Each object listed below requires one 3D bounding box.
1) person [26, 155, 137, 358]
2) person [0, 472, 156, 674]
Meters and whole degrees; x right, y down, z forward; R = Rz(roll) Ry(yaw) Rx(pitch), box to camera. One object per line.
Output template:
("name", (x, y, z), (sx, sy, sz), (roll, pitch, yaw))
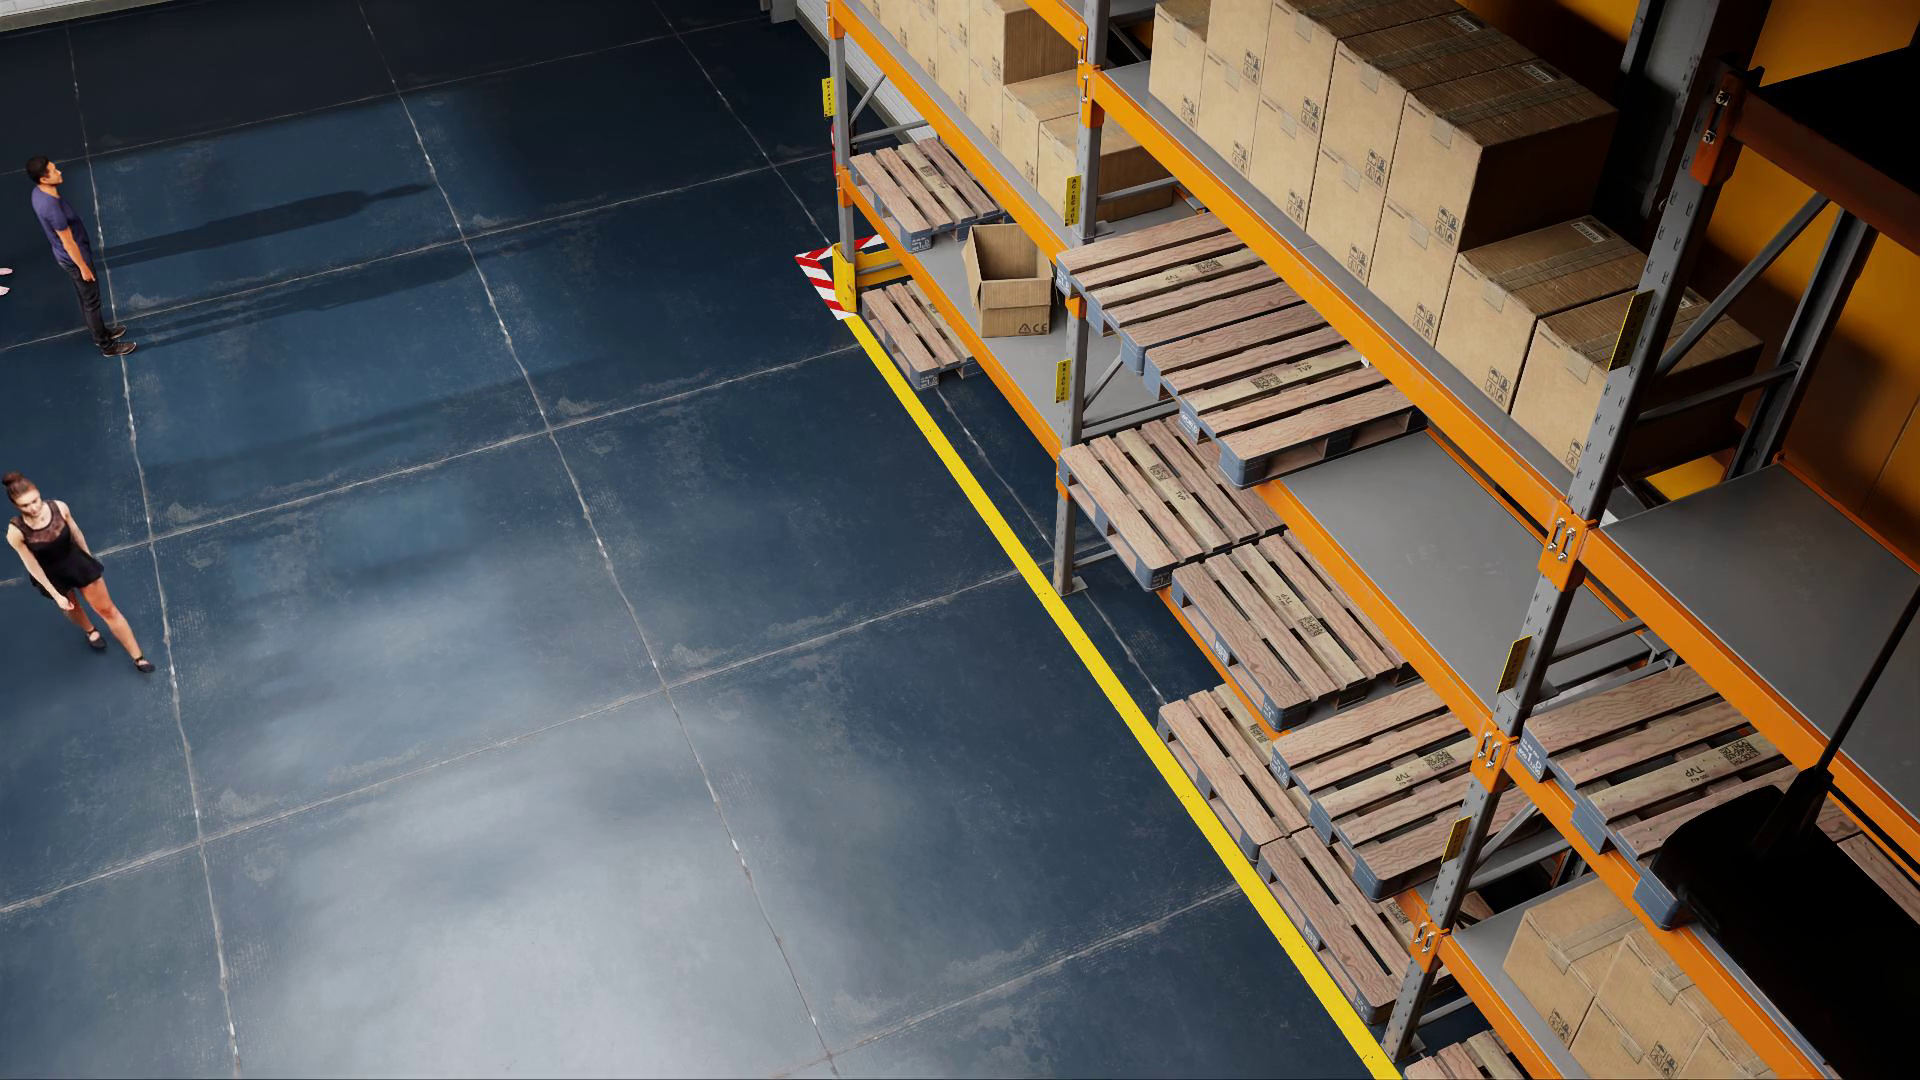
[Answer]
("person", (-7.147, -2.295, 13.404), (0.749, 1.791, 0.514), (-26, 49, -25))
("person", (-5.930, 0.166, 10.927), (1.096, 1.645, 0.807), (34, 53, 30))
